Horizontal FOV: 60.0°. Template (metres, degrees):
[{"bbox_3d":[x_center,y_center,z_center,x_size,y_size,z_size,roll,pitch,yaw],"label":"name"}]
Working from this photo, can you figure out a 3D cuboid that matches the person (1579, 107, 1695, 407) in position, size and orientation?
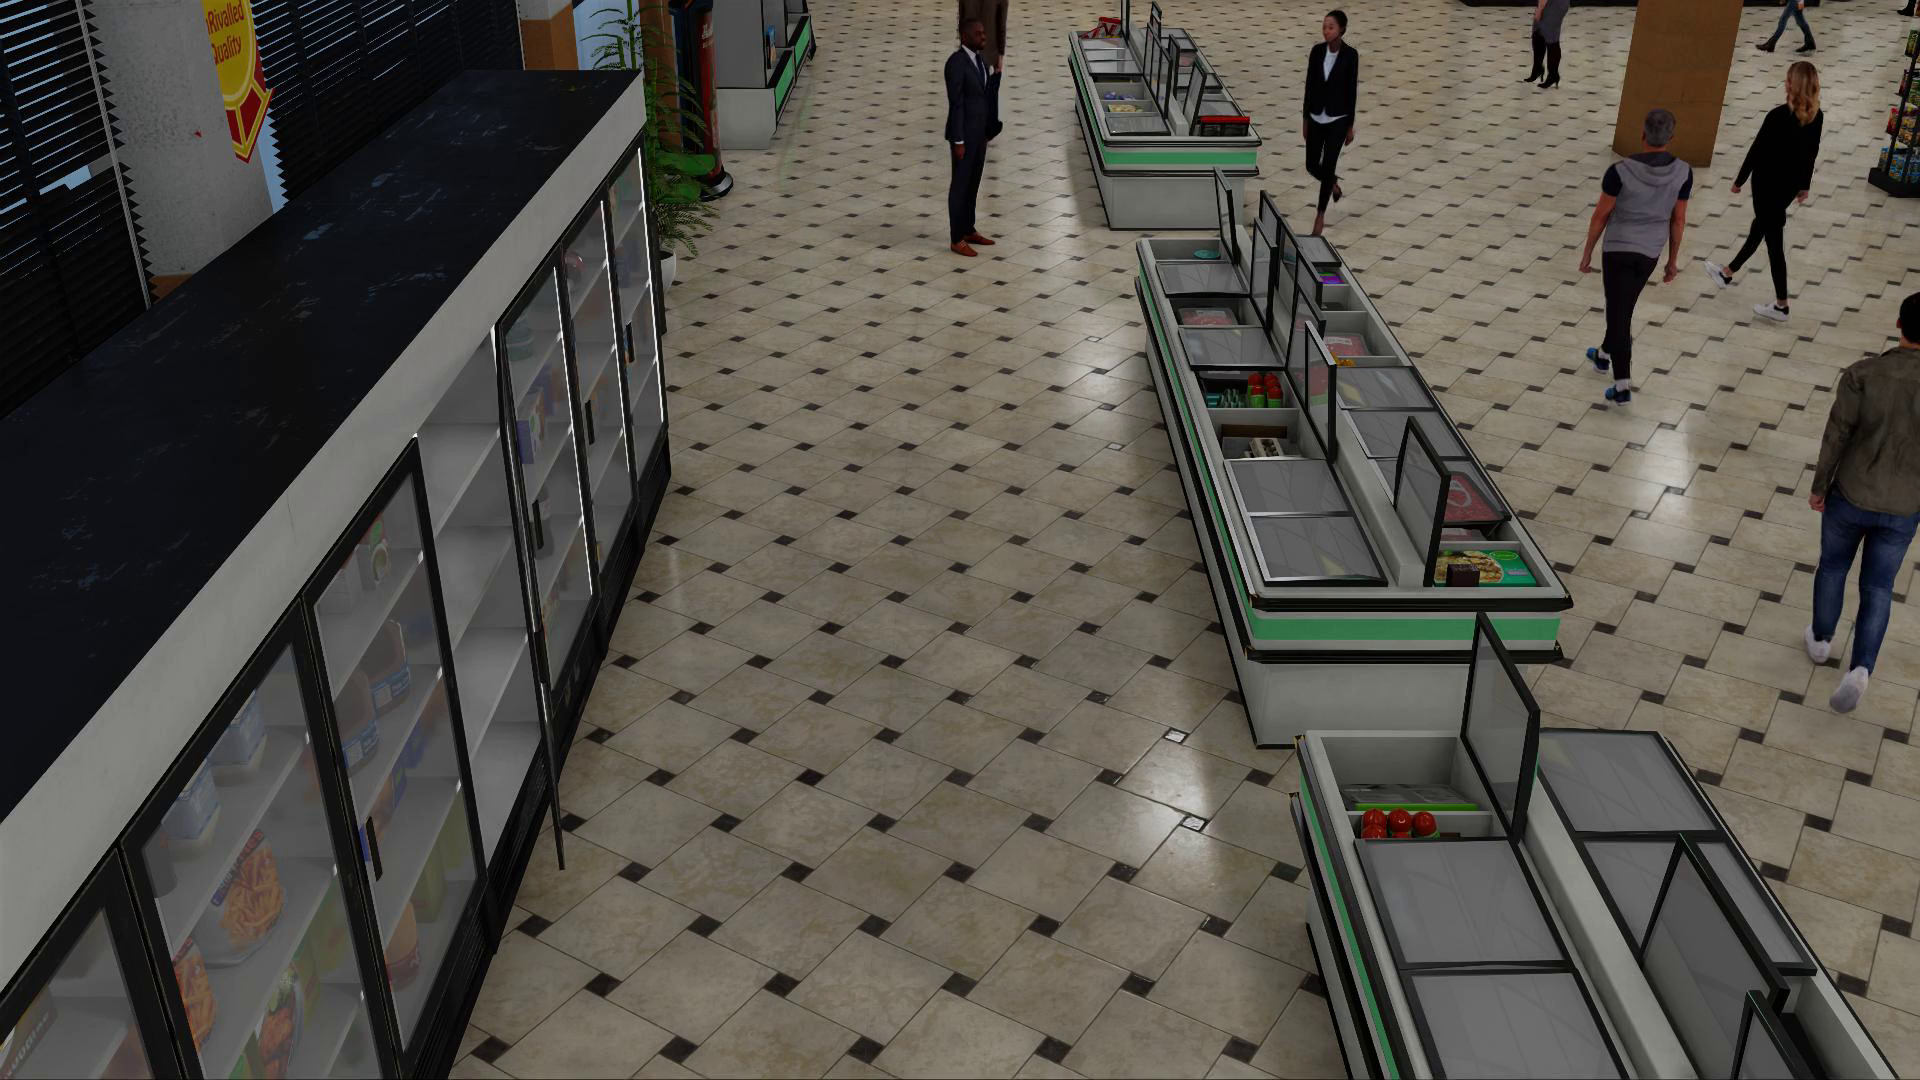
[{"bbox_3d":[4.175,-1.698,10.275,0.705,1.782,1.163,0,27,0],"label":"person"}]

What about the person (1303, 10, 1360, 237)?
[{"bbox_3d":[3.020,-3.369,13.533,0.908,1.815,1.072,15,31,27],"label":"person"}]

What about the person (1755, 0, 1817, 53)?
[{"bbox_3d":[10.469,-6.690,20.664,0.724,1.288,0.916,8,28,16],"label":"person"}]

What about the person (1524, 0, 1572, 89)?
[{"bbox_3d":[6.773,-5.964,18.732,0.852,1.741,0.754,13,30,25],"label":"person"}]

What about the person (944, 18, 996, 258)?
[{"bbox_3d":[0.066,-3.217,13.223,0.841,1.824,0.707,12,29,23],"label":"person"}]

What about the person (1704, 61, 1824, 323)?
[{"bbox_3d":[5.806,-2.392,11.675,0.922,1.752,1.225,-11,29,-21],"label":"person"}]

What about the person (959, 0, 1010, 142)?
[{"bbox_3d":[0.181,-4.570,15.899,0.856,1.817,1.231,5,27,10],"label":"person"}]

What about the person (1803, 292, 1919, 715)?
[{"bbox_3d":[3.940,-0.142,7.140,0.968,1.842,1.224,10,28,18],"label":"person"}]
